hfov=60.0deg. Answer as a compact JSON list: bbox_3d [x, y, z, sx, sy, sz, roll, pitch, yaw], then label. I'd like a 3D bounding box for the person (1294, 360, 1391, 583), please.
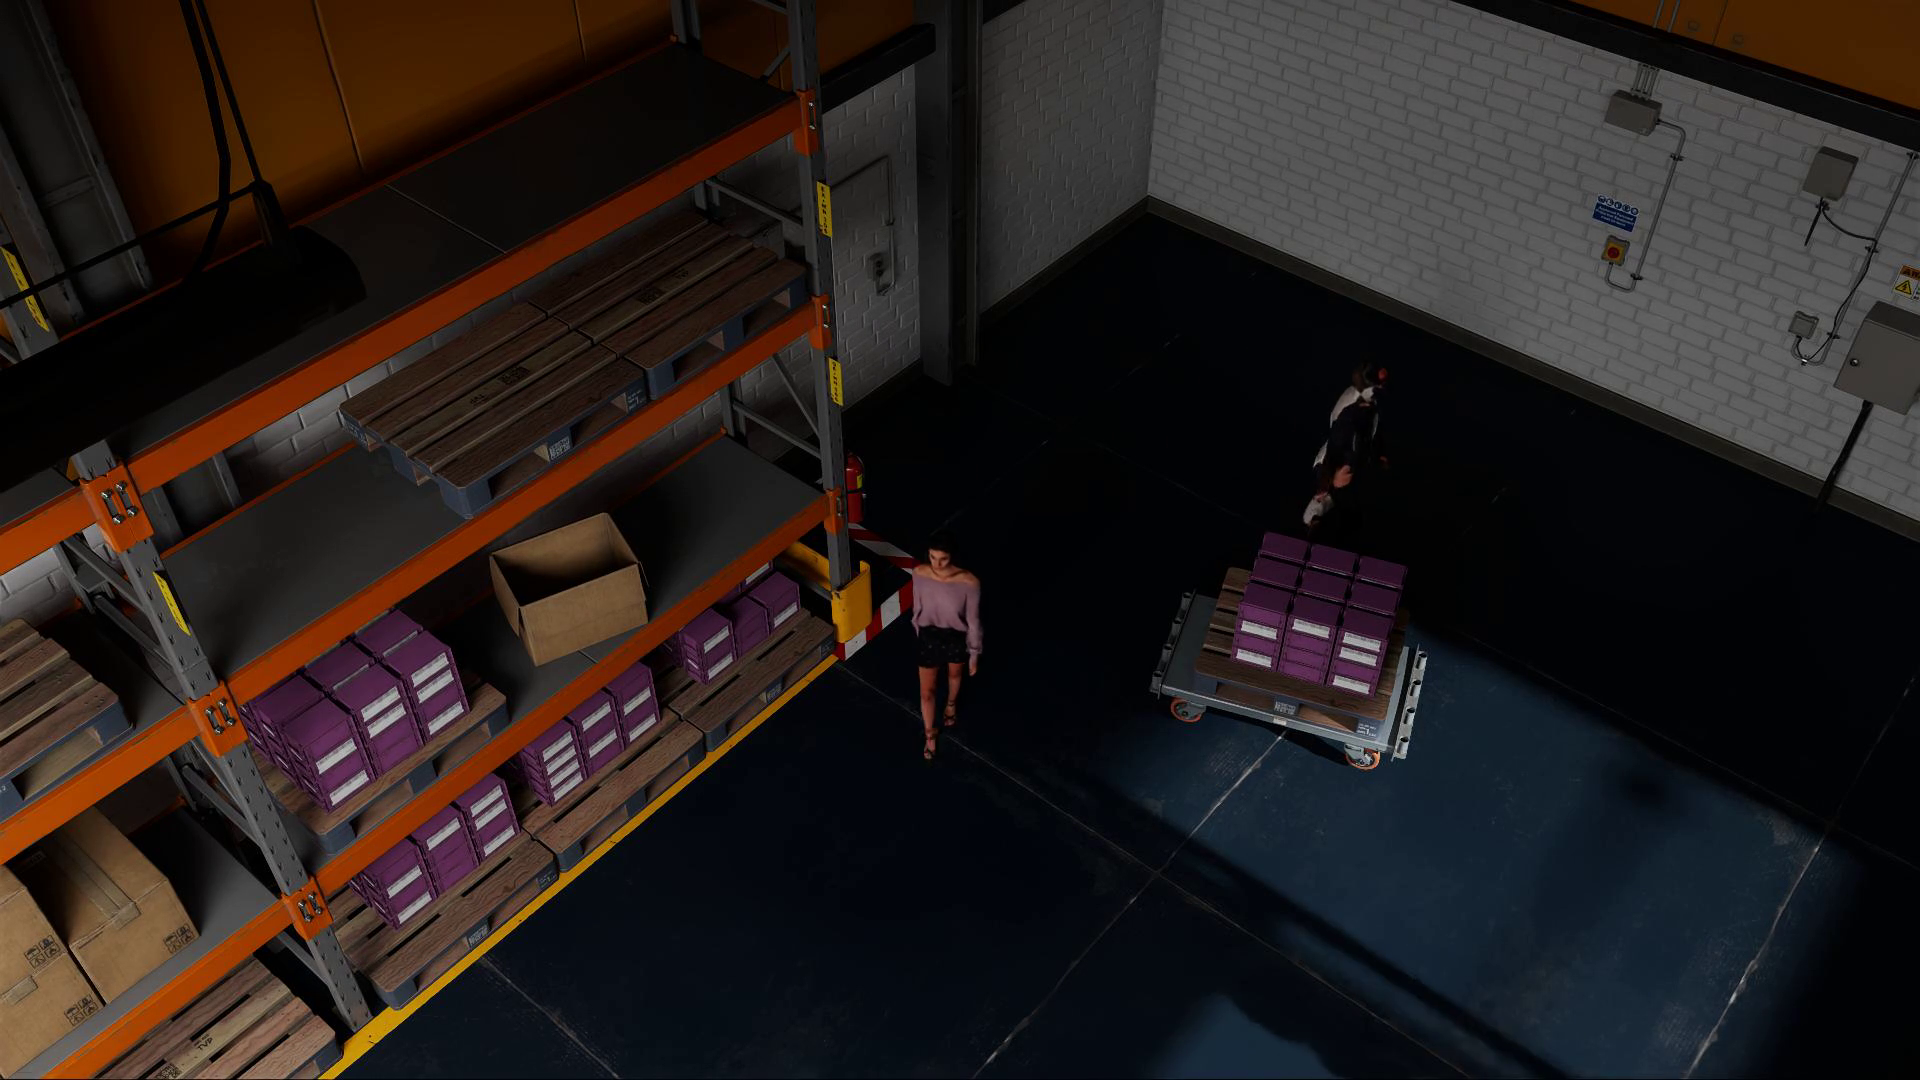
[{"bbox_3d":[2.519,-0.512,11.376,0.909,1.865,0.879,15,46,16],"label":"person"}]

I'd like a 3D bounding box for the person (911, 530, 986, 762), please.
[{"bbox_3d":[-0.064,0.554,10.311,0.815,1.790,0.894,6,44,7],"label":"person"}]
